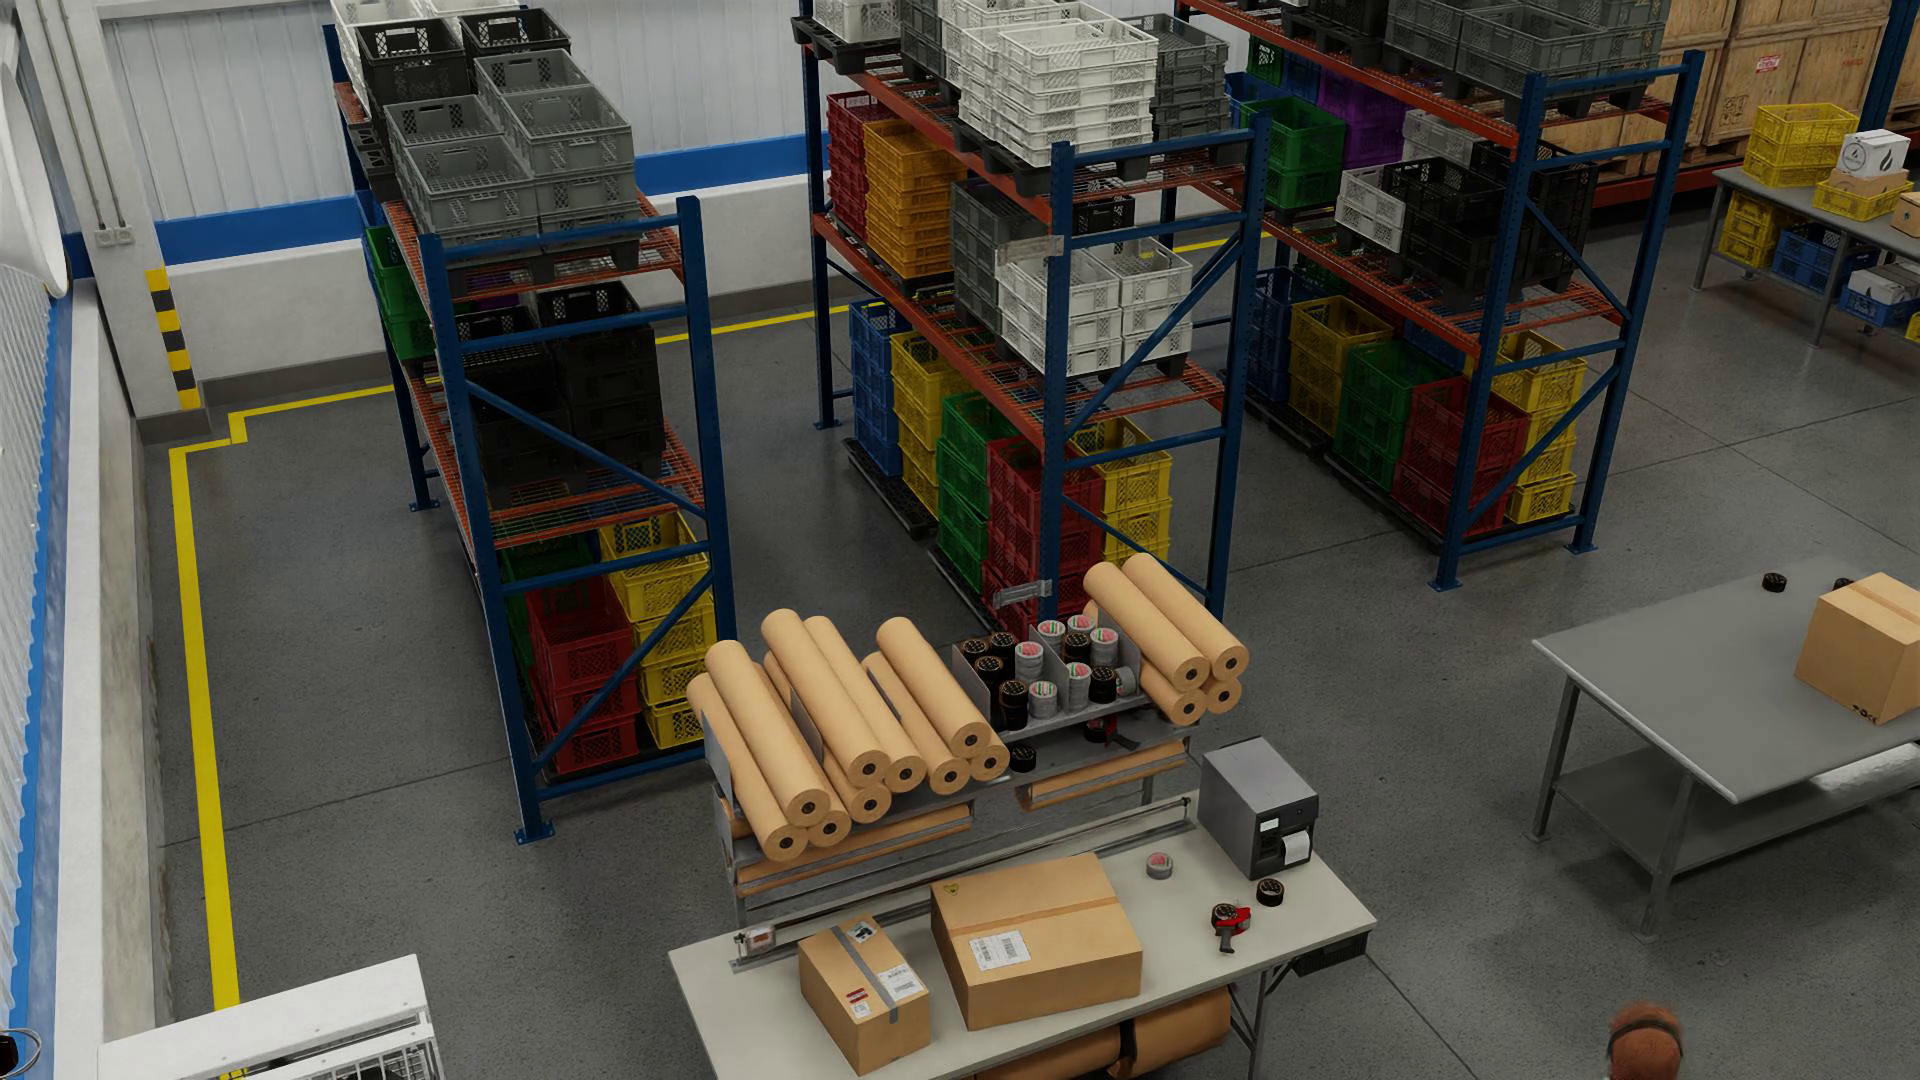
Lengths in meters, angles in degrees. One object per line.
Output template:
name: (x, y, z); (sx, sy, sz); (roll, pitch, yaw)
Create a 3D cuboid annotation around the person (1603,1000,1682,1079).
person: (2.005, 2.100, 5.237); (0.529, 1.640, 0.311); (0, 32, -1)

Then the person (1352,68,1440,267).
person: (3.420, -2.983, 13.210); (0.628, 1.940, 0.373); (9, 33, 15)
